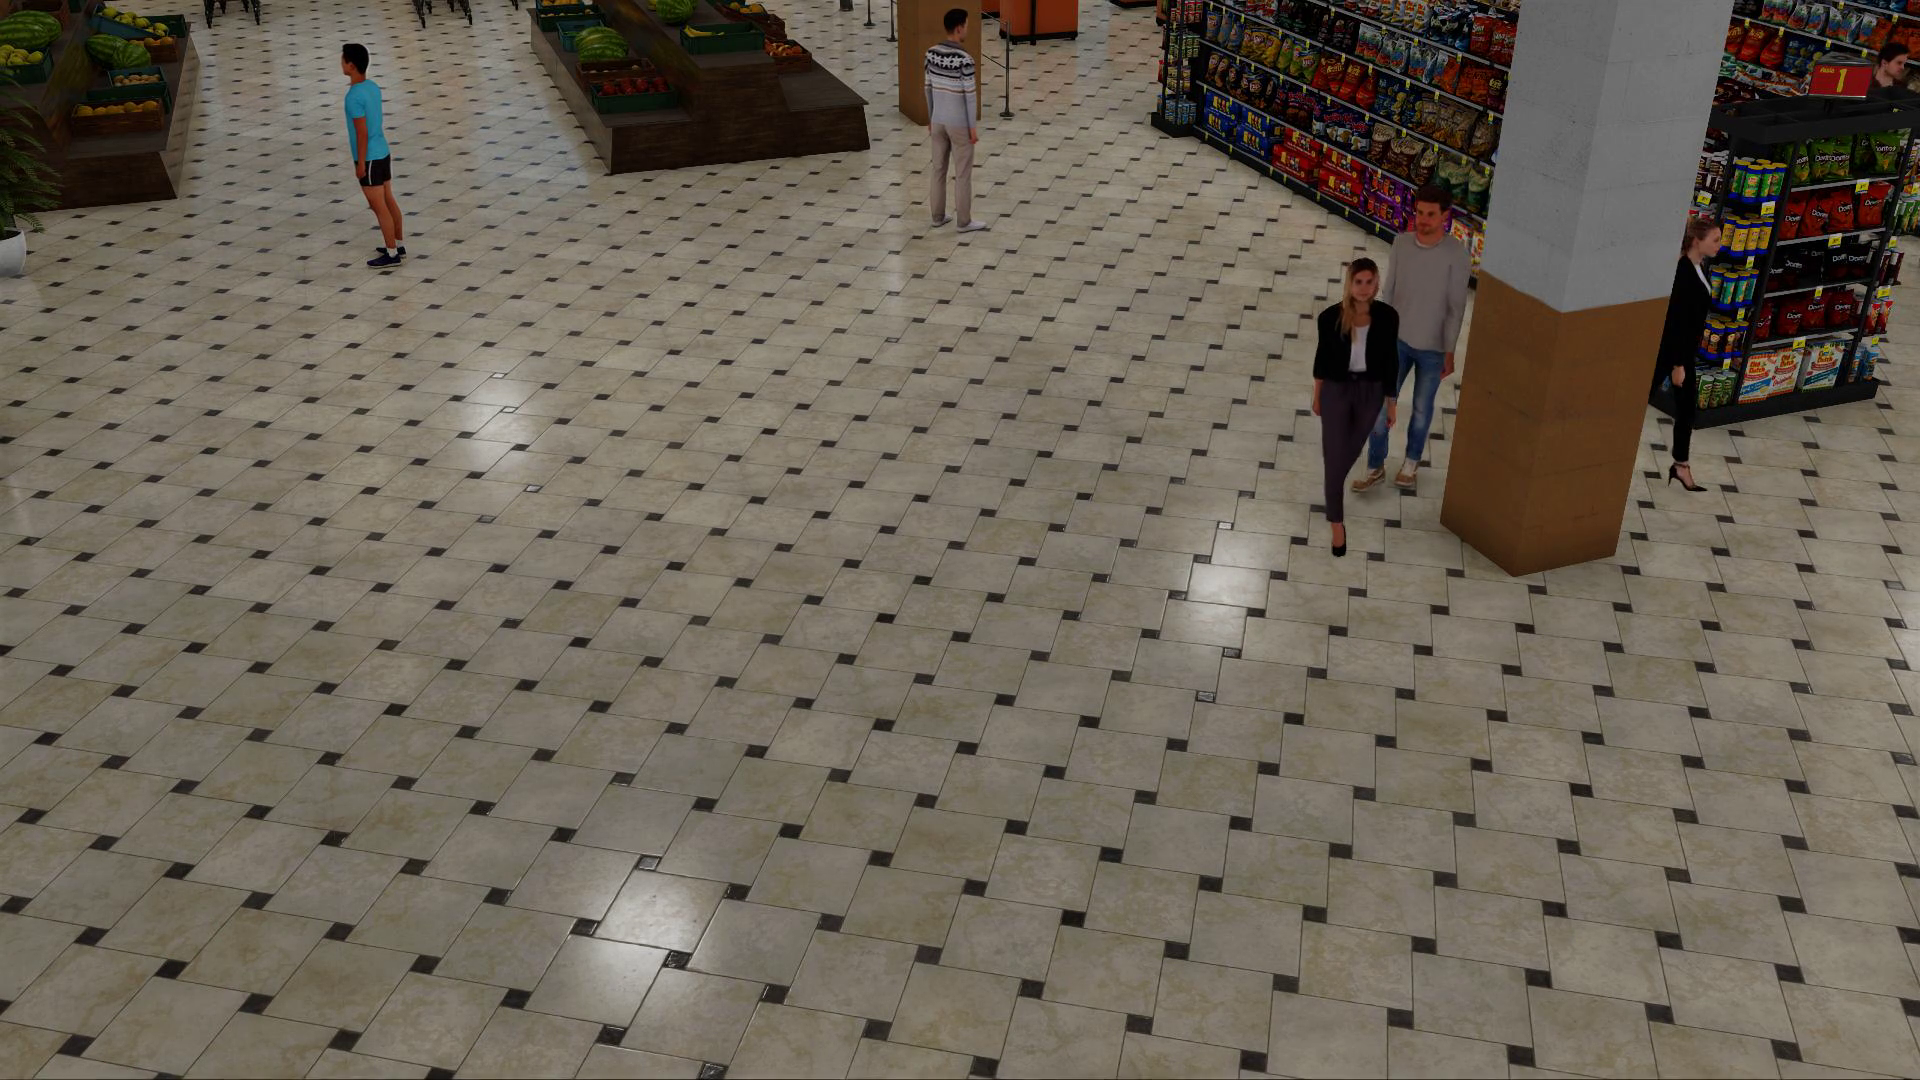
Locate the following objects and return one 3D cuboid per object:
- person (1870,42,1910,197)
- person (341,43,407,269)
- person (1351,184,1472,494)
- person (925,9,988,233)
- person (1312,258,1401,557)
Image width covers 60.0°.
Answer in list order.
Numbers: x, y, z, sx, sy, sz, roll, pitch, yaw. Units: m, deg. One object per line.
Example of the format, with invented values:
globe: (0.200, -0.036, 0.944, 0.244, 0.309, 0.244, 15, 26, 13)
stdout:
person: (7.162, -3.080, 13.320, 0.691, 1.834, 0.741, -13, 31, -23)
person: (-4.735, -3.093, 13.407, 0.743, 1.774, 0.571, 0, 29, 0)
person: (2.741, -1.199, 9.827, 0.910, 1.881, 0.963, 15, 32, 25)
person: (-0.072, -3.573, 14.198, 0.704, 1.859, 0.826, 21, 35, 33)
person: (2.193, -0.789, 9.349, 0.857, 1.620, 1.112, 1, 29, 2)
